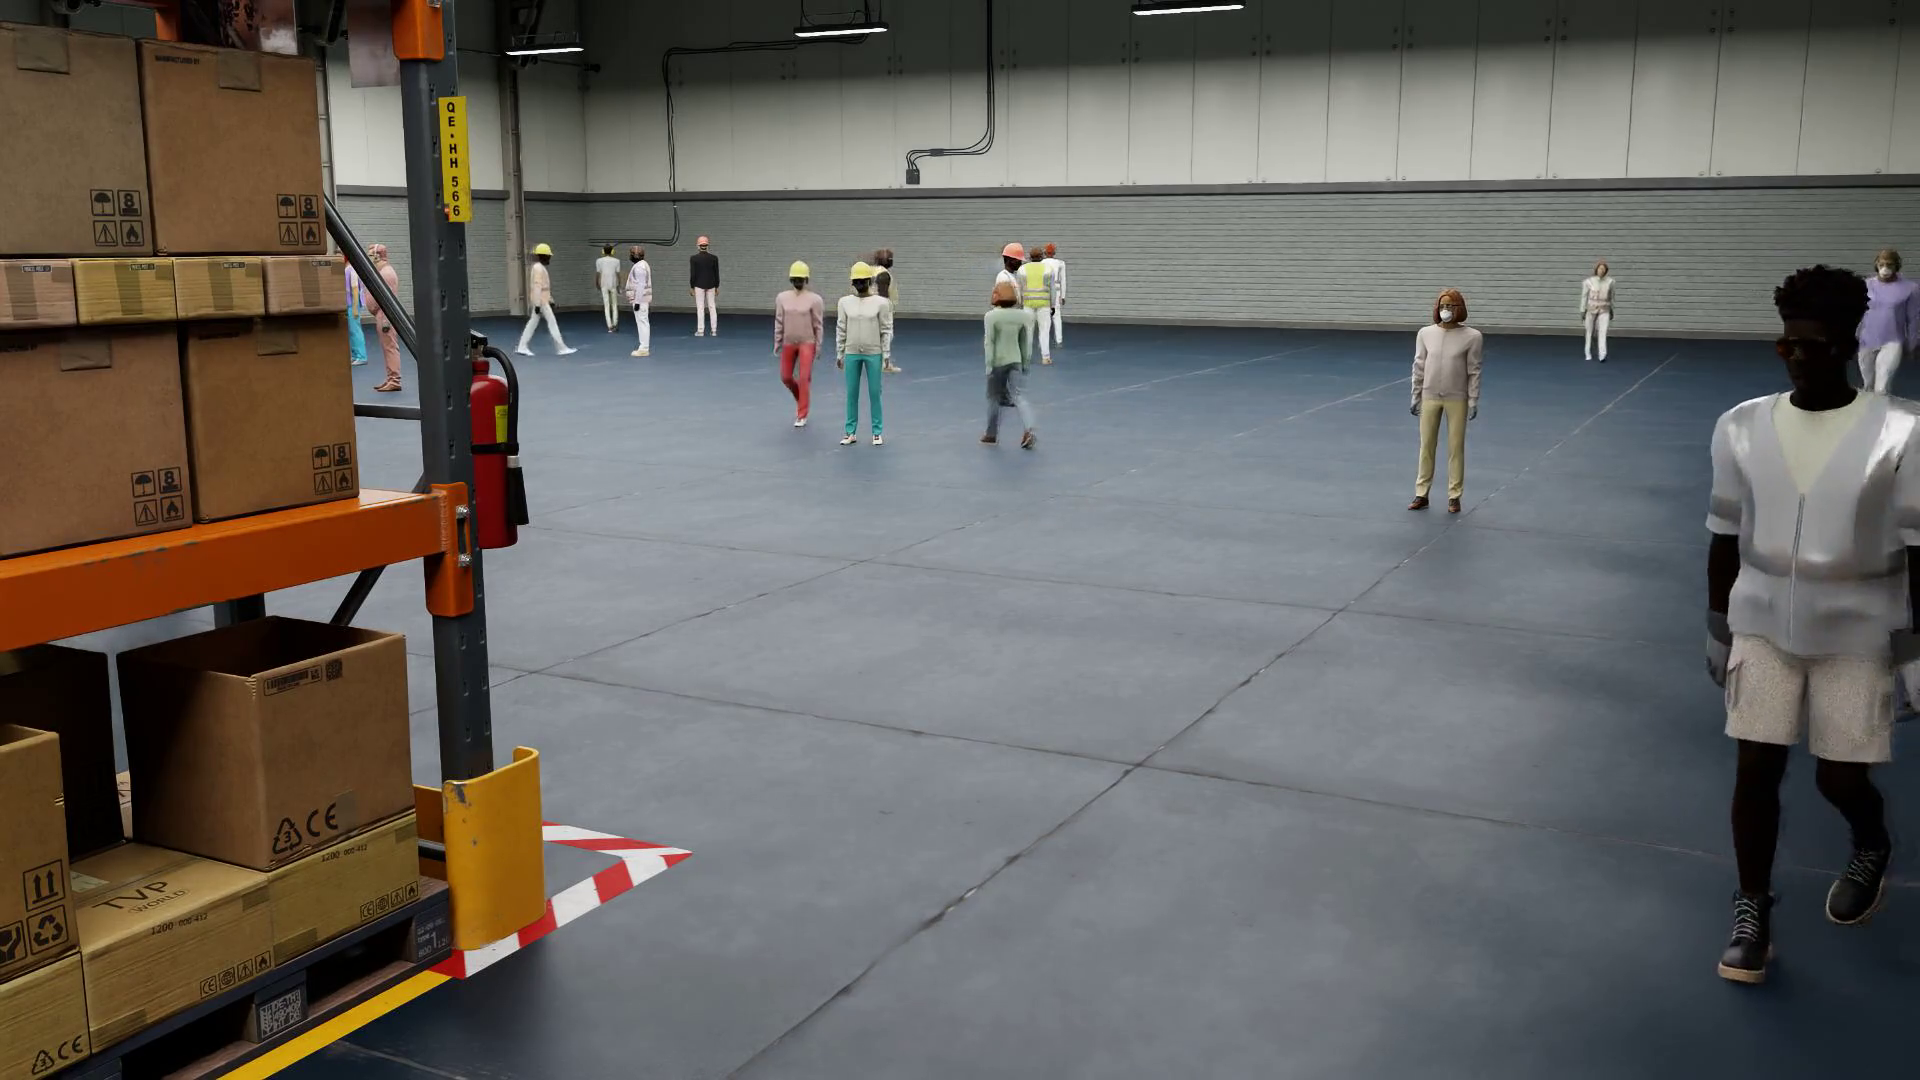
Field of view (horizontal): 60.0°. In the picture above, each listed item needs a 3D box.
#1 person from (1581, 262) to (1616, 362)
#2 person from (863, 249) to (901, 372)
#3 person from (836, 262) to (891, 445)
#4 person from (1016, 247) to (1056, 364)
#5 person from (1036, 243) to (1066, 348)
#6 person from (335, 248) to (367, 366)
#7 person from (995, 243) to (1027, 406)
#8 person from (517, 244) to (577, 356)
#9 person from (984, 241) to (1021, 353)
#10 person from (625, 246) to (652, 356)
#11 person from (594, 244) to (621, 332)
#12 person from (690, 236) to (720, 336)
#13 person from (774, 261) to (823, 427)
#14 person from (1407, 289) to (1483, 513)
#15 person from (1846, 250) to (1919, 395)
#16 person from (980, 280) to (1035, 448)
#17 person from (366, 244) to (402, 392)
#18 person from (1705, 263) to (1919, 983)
[{"bbox_3d":[10.239,-3.656,26.714,0.535,1.590,0.877,2,11,12],"label":"person"},{"bbox_3d":[-1.205,-3.366,24.488,0.608,1.830,0.632,-2,11,-12],"label":"person"},{"bbox_3d":[-0.937,-1.793,16.070,0.533,1.768,0.311,1,10,8],"label":"person"},{"bbox_3d":[1.207,-3.684,26.173,0.627,1.846,0.429,2,11,9],"label":"person"},{"bbox_3d":[1.633,-4.409,30.065,0.618,1.872,0.371,-2,11,-11],"label":"person"},{"bbox_3d":[-9.493,-3.638,25.954,0.388,1.834,0.585,-8,13,-38],"label":"person"},{"bbox_3d":[0.601,-2.555,19.786,0.374,1.928,0.543,1,10,7],"label":"person"},{"bbox_3d":[-7.025,-4.030,27.976,0.981,1.877,0.607,-3,11,-17],"label":"person"},{"bbox_3d":[0.782,-4.135,28.430,0.715,1.921,0.636,-3,11,-15],"label":"person"},{"bbox_3d":[-5.398,-4.012,27.963,0.430,1.845,0.619,-1,10,-4],"label":"person"},{"bbox_3d":[-7.451,-5.327,35.142,0.544,1.832,0.870,-3,11,-15],"label":"person"},{"bbox_3d":[-5.152,-5.103,33.494,0.622,1.992,0.396,-6,12,-29],"label":"person"},{"bbox_3d":[-1.702,-2.096,17.739,0.542,1.751,0.546,3,11,15],"label":"person"},{"bbox_3d":[3.552,-1.015,12.188,0.499,1.634,0.279,6,12,29],"label":"person"},{"bbox_3d":[9.230,-1.961,16.688,0.649,1.887,1.032,8,13,36],"label":"person"},{"bbox_3d":[0.468,-1.682,15.919,0.510,1.599,0.794,-6,12,-29],"label":"person"},{"bbox_3d":[-7.510,-2.885,21.653,0.399,1.905,0.642,-4,11,-23],"label":"person"},{"bbox_3d":[2.362,0.227,4.537,0.626,1.953,0.640,-10,14,-44],"label":"person"}]
